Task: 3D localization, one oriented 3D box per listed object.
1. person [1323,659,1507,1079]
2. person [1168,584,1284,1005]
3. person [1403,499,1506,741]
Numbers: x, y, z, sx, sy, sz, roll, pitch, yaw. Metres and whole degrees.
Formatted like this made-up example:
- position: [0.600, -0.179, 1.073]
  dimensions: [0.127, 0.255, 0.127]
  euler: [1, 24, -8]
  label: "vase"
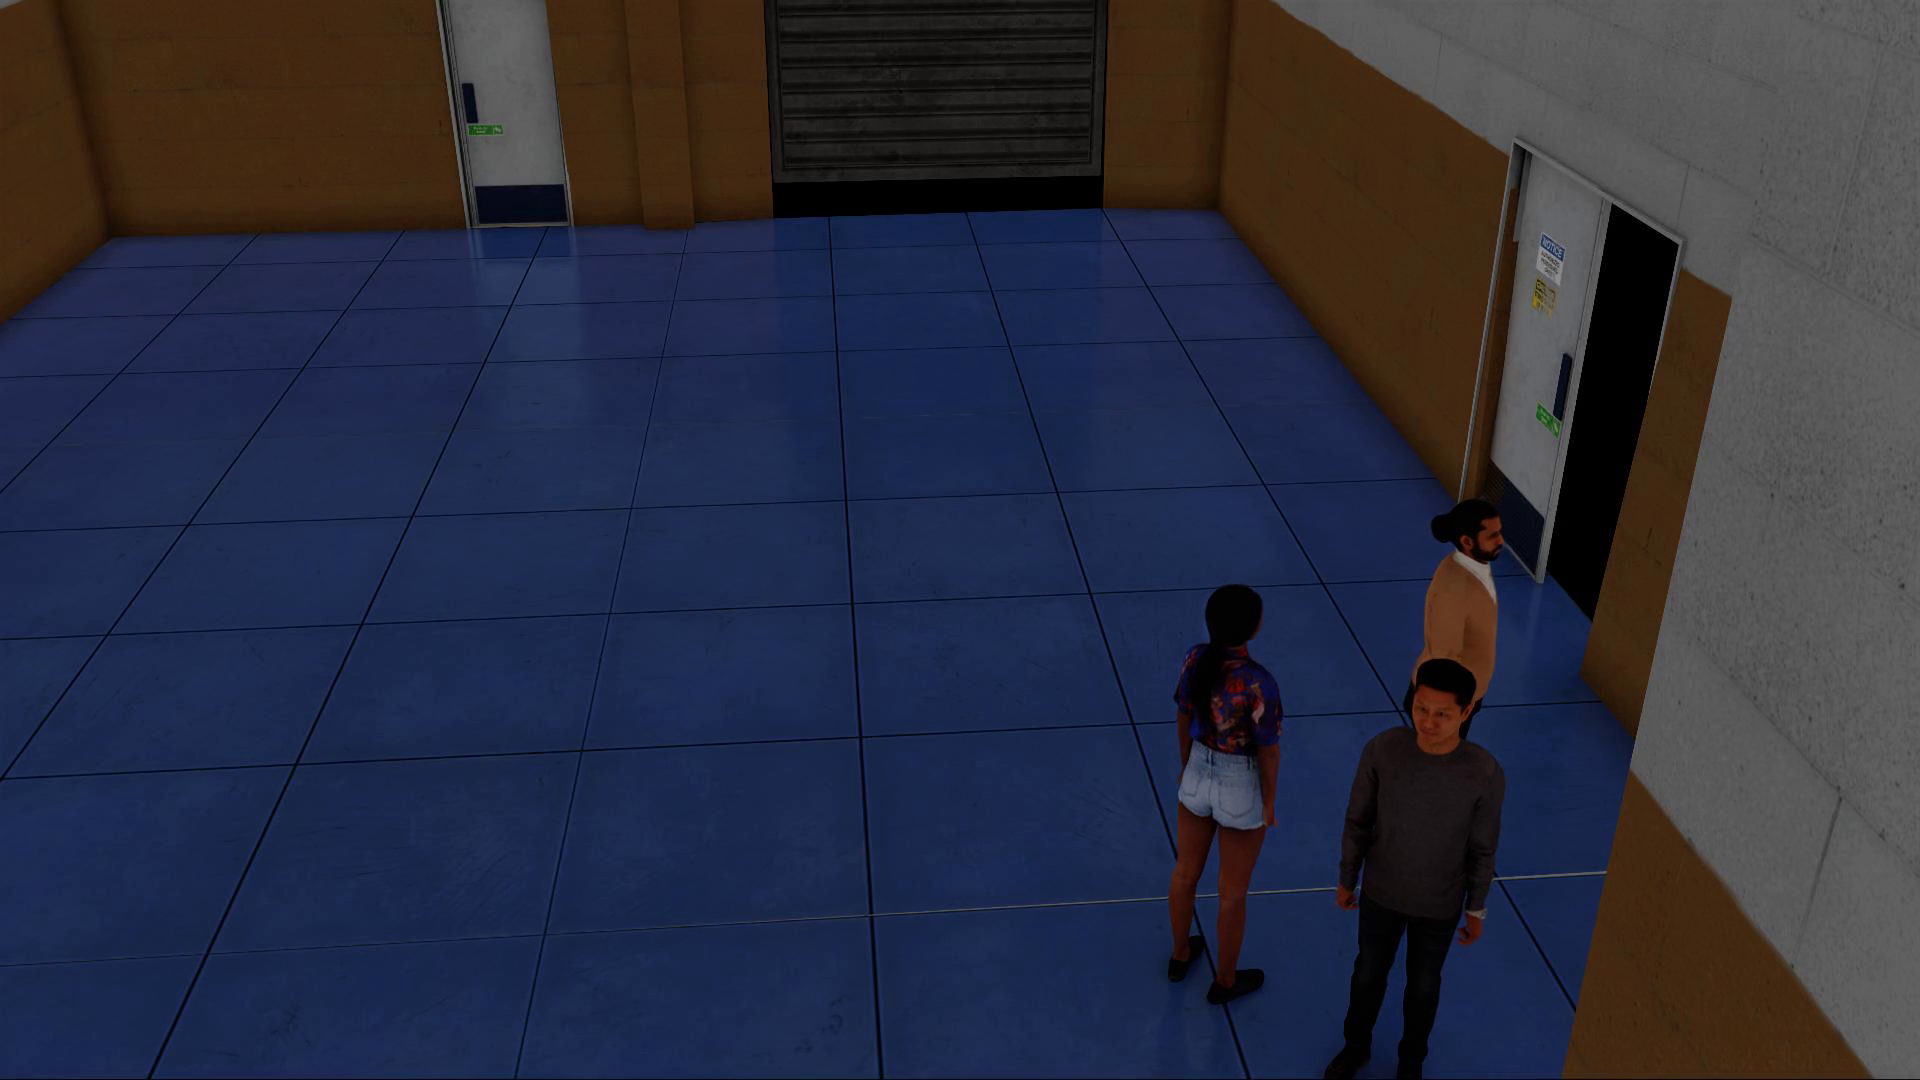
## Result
- position: [1.548, 1.179, 5.647]
  dimensions: [0.648, 1.766, 0.781]
  euler: [-9, 28, -17]
  label: "person"
- position: [0.967, 0.933, 6.158]
  dimensions: [0.666, 1.743, 0.715]
  euler: [23, 35, 37]
  label: "person"
- position: [1.969, 0.635, 6.725]
  dimensions: [0.759, 1.754, 0.752]
  euler: [11, 29, 21]
  label: "person"
